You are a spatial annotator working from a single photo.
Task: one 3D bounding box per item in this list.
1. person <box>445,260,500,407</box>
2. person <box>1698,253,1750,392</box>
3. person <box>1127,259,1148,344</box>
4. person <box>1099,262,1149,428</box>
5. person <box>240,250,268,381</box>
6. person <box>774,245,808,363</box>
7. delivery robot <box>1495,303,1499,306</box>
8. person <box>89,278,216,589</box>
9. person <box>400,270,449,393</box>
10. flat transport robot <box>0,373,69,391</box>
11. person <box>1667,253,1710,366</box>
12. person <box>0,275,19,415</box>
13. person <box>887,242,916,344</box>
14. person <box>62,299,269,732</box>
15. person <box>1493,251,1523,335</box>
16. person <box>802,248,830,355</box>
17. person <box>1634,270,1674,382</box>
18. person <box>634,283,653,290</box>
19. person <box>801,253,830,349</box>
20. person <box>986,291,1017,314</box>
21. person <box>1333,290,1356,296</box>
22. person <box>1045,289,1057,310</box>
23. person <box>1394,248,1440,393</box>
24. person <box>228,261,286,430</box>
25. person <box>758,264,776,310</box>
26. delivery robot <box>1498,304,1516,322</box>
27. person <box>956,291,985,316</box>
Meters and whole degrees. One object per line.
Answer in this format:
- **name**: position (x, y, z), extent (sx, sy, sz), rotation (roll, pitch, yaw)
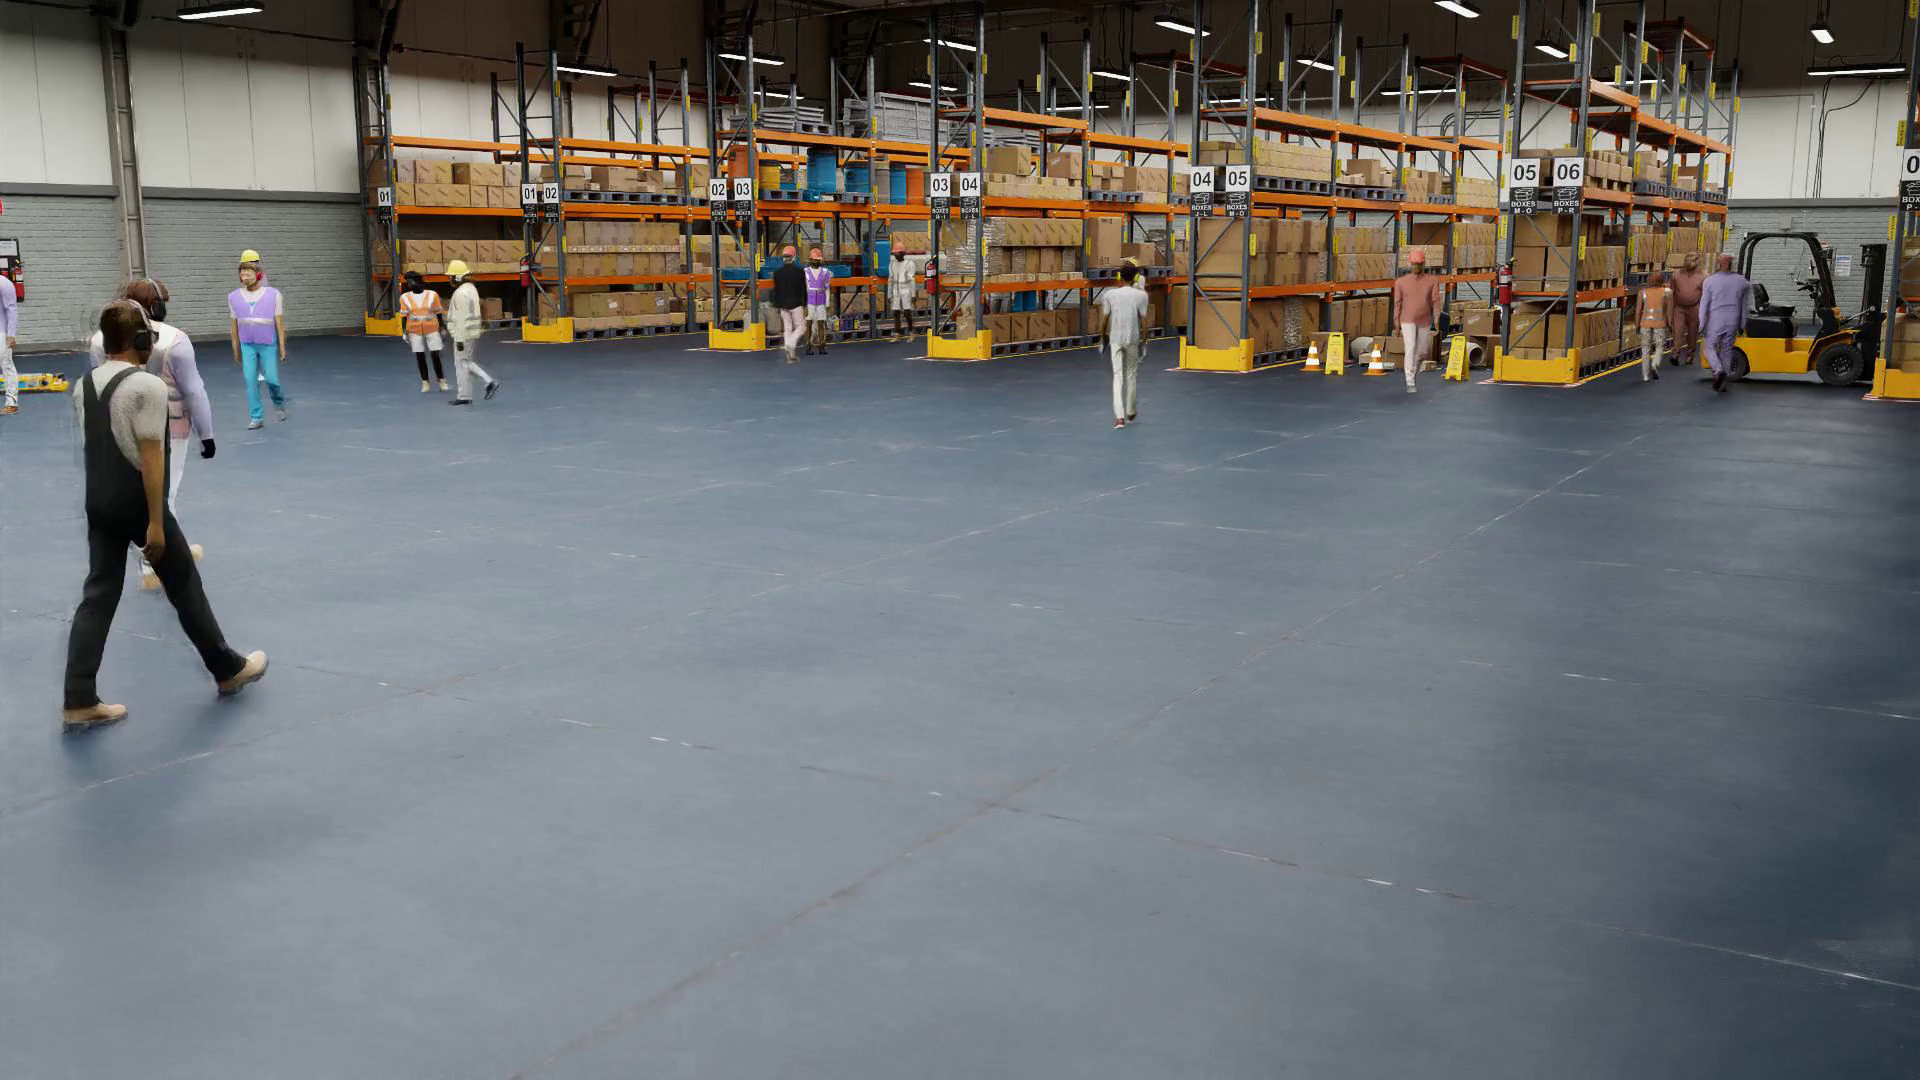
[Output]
- **person**: position (-6.095, -2.555, 20.615), extent (0.538, 1.816, 0.615), rotation (0, 10, 0)
- **person**: position (10.364, -2.935, 22.567), extent (0.678, 1.887, 0.530), rotation (0, 10, -1)
- **person**: position (3.390, -4.577, 32.194), extent (0.523, 1.729, 0.868), rotation (7, 12, 33)
- **person**: position (1.816, -2.166, 18.447), extent (0.541, 1.820, 0.972), rotation (1, 10, 7)
- **person**: position (-10.381, -3.312, 24.567), extent (0.382, 1.923, 0.591), rotation (-3, 10, -14)
- **person**: position (-2.866, -3.962, 28.042), extent (0.642, 1.981, 0.504), rotation (5, 11, 24)
- **delivery robot**: position (13.216, -5.592, 40.907), extent (0.477, 0.478, 0.707), rotation (-1, 10, -8)
- **person**: position (-4.750, -0.651, 9.986), extent (0.651, 1.807, 0.866), rotation (2, 10, 12)
- **person**: position (-7.239, -2.794, 22.386), extent (0.556, 1.659, 0.416), rotation (-2, 10, -11)
- **flat transport robot**: position (-12.926, -2.127, 22.562), extent (1.431, 0.197, 0.652), rotation (-6, 12, -30)
- **person**: position (12.096, -3.825, 27.627), extent (0.671, 1.850, 0.984), rotation (6, 12, 30)
- **person**: position (-11.400, -2.432, 19.607), extent (0.629, 1.937, 0.378), rotation (2, 10, 12)
- **person**: position (-1.180, -4.982, 33.595), extent (0.651, 2.041, 0.393), rotation (6, 12, 30)
- **person**: position (-3.499, -0.126, 7.120), extent (0.531, 1.784, 0.975), rotation (4, 11, 22)
- **person**: position (11.598, -5.204, 35.262), extent (0.573, 1.889, 0.950), rotation (7, 12, 33)
- **person**: position (-2.623, -4.322, 30.231), extent (0.540, 1.930, 0.386), rotation (-2, 10, -14)
- **person**: position (10.136, -3.120, 24.303), extent (0.539, 1.624, 0.358), rotation (6, 12, 29)
- **person**: position (-7.316, -5.660, 38.571), extent (0.518, 1.617, 0.366), rotation (6, 12, 30)
- **person**: position (-2.862, -4.579, 31.883), extent (0.563, 1.838, 0.855), rotation (9, 13, 40)
- **person**: position (0.814, -4.813, 32.965), extent (0.626, 1.931, 0.369), rotation (1, 10, 3)
- **person**: position (8.389, -5.260, 36.305), extent (0.508, 1.629, 0.317), rotation (3, 10, 15)
- **person**: position (2.092, -5.924, 39.350), extent (0.513, 1.872, 0.328), rotation (7, 13, 36)
- **person**: position (6.231, -3.008, 22.759), extent (0.606, 1.962, 0.825), rotation (1, 10, 3)
- **person**: position (-7.684, -2.135, 18.246), extent (0.585, 1.826, 0.530), rotation (-1, 10, -5)
- **person**: position (-4.010, -4.964, 34.713), extent (0.510, 1.603, 0.774), rotation (8, 13, 37)
- **delivery robot**: position (13.099, -5.489, 40.330), extent (0.707, 0.478, 0.477), rotation (-1, 10, -8)
- **person**: position (0.198, -4.534, 32.265), extent (0.570, 1.606, 0.423), rotation (1, 10, 4)
